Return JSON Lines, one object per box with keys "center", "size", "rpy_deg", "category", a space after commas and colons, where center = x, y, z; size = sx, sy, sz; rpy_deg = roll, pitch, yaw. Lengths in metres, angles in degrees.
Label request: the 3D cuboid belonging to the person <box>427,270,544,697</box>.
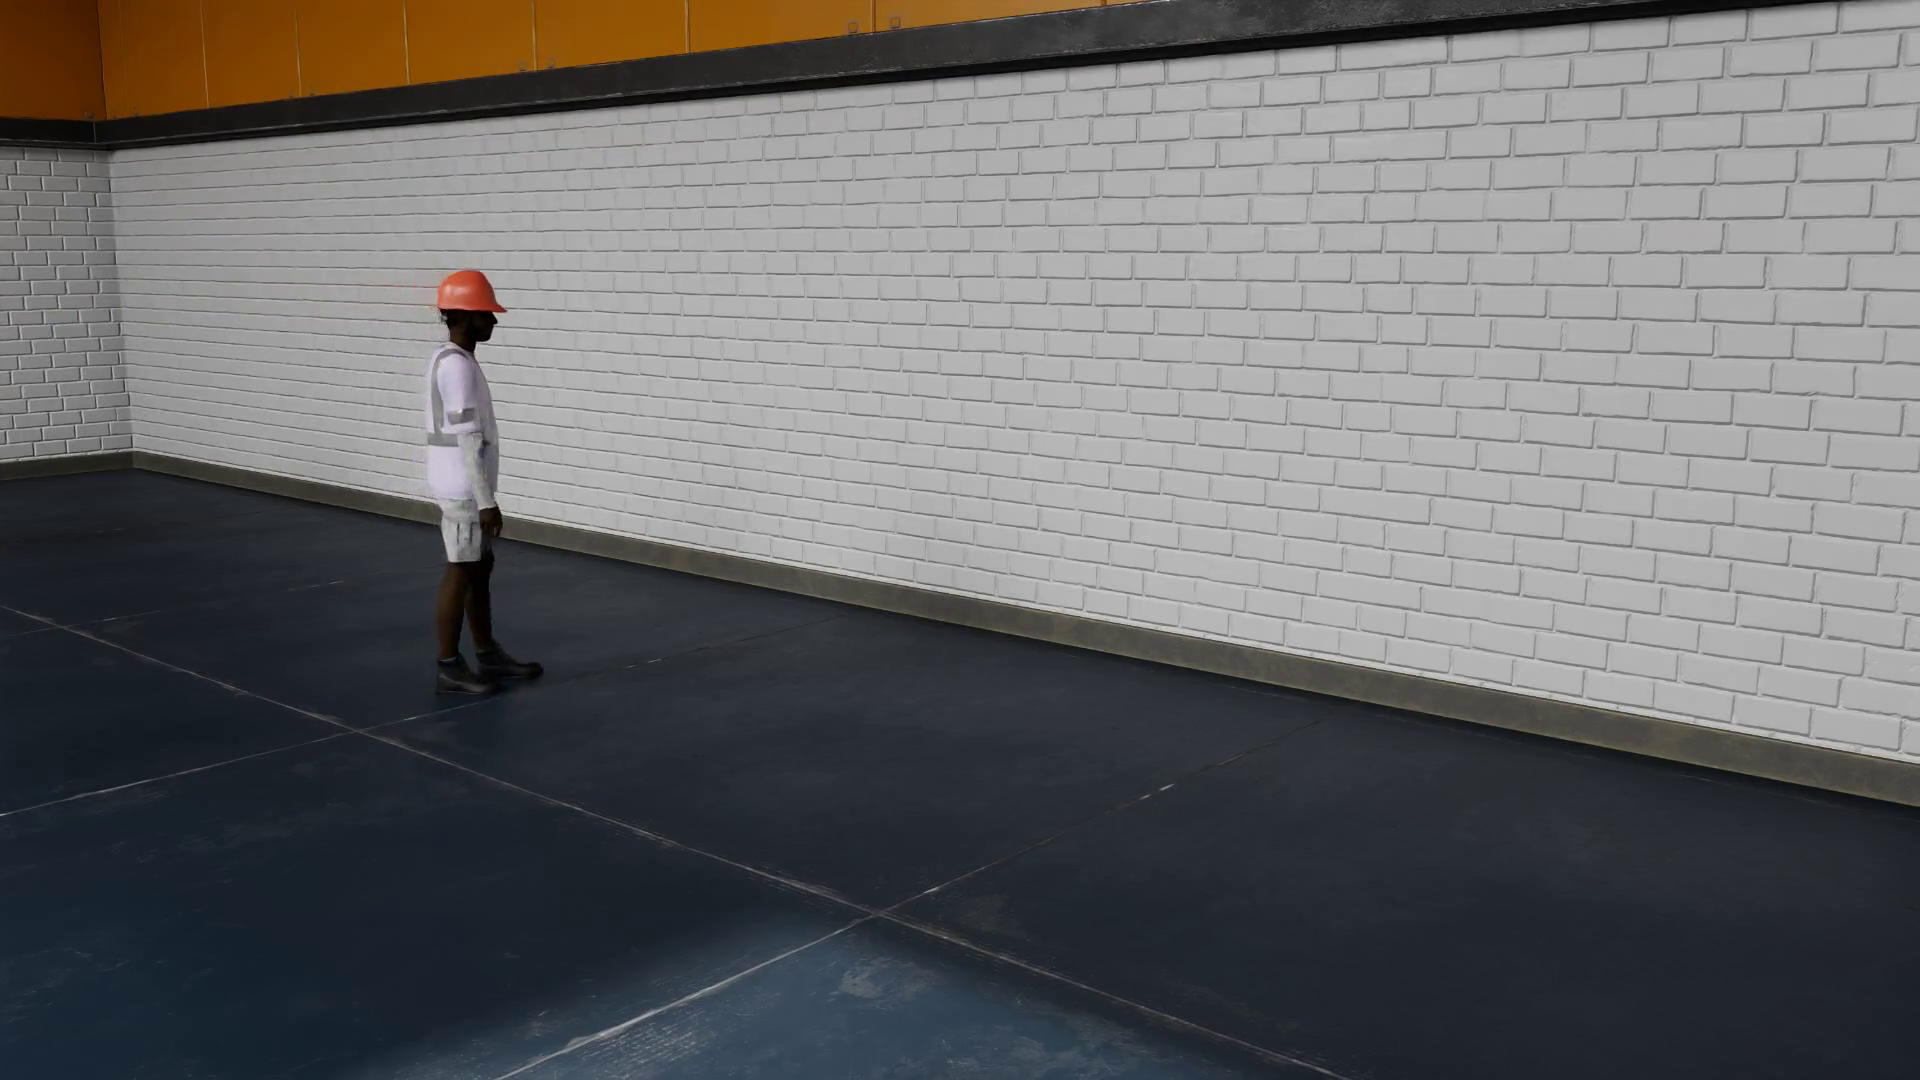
{"center": [-2.202, -0.250, 7.545], "size": [0.403, 1.936, 0.556], "rpy_deg": [-3, 10, -17], "category": "person"}
